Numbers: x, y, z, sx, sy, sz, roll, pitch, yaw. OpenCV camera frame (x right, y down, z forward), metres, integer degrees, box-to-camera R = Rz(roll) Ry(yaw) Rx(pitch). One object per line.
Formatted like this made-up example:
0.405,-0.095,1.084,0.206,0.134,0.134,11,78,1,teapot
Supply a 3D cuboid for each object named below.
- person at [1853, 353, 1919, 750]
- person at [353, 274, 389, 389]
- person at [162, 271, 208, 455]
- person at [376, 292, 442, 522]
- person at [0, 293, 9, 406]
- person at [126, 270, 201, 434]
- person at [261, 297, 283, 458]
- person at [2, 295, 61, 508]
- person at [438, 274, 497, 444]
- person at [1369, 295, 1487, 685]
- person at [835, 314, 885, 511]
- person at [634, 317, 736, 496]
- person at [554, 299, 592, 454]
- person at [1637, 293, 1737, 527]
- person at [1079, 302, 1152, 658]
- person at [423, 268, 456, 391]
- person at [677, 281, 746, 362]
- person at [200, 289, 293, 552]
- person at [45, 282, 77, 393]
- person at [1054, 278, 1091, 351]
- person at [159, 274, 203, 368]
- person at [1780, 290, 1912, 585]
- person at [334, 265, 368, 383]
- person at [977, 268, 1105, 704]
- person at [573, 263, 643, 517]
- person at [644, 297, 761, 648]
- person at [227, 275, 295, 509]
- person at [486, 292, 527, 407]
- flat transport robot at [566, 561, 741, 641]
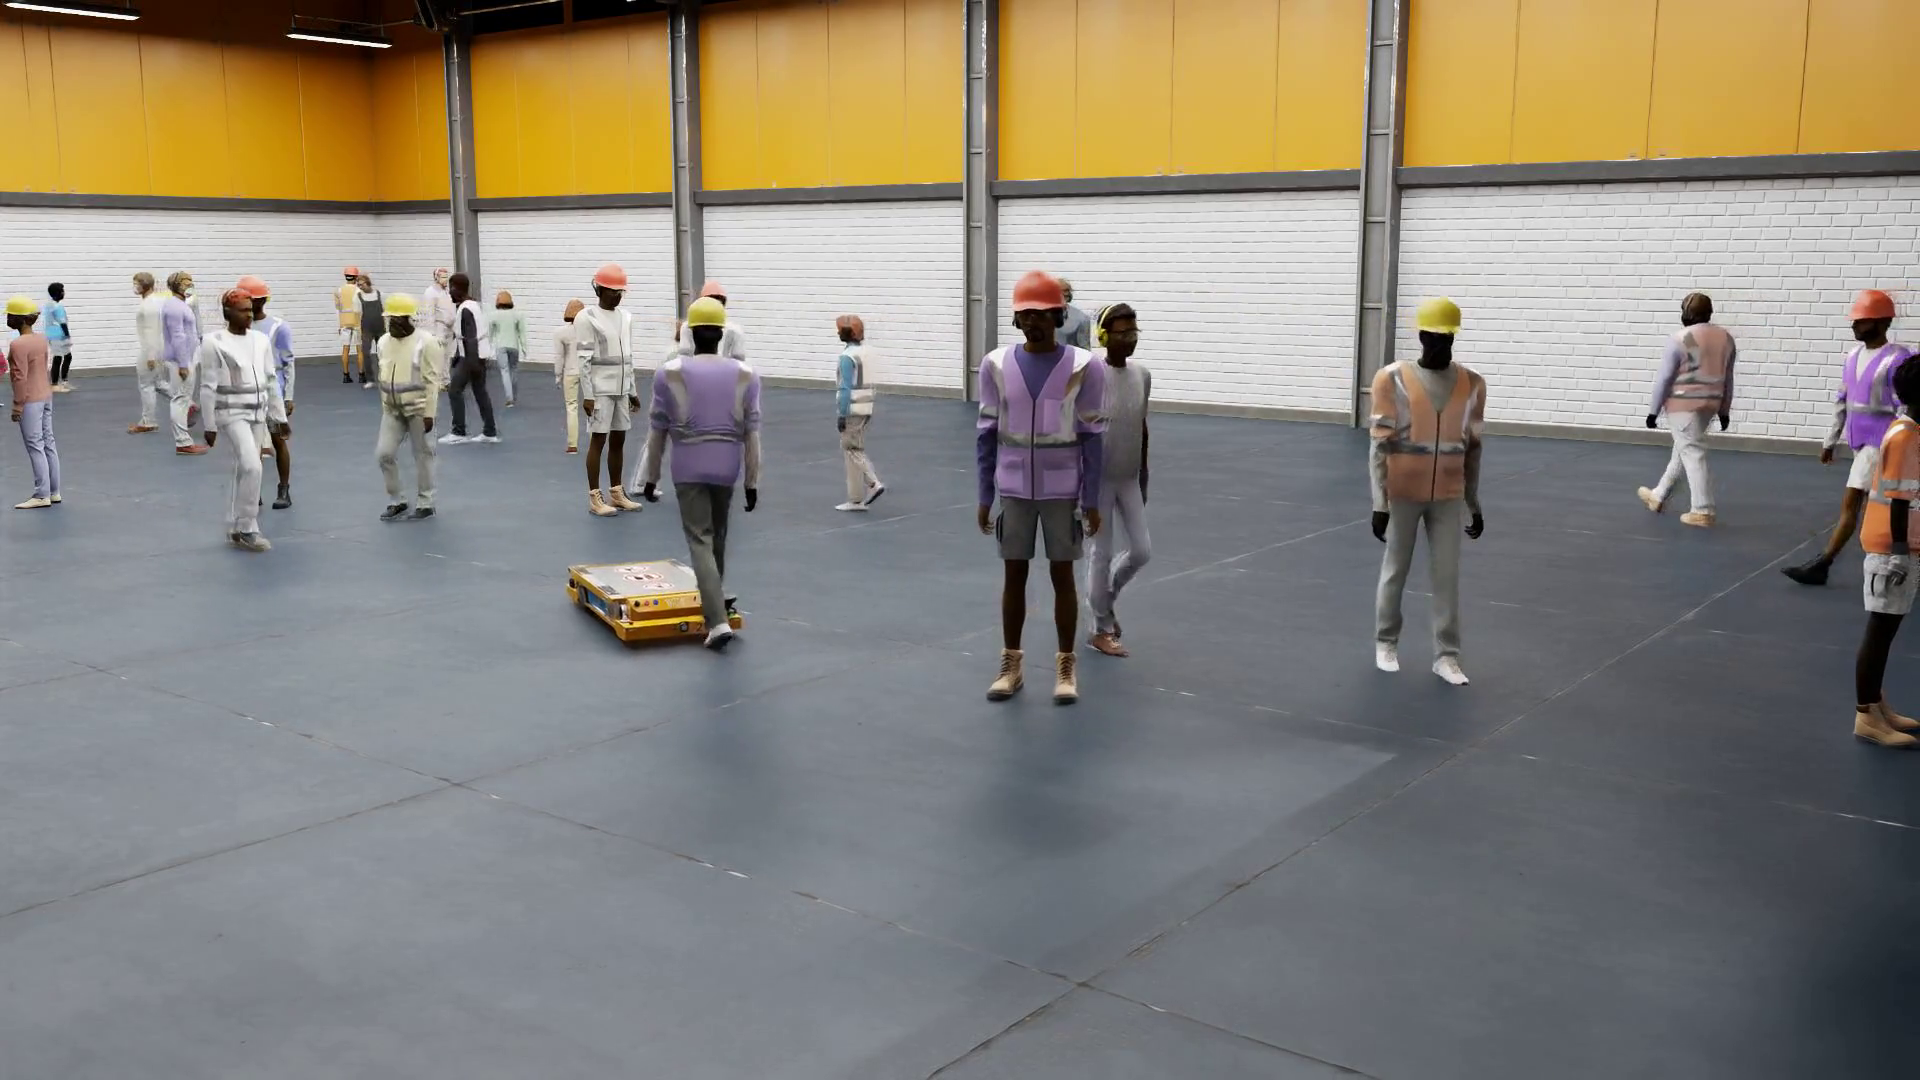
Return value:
4.073,0.037,7.190,0.321,1.696,0.537,7,12,34,person
-9.211,-3.273,26.149,0.592,1.807,0.401,-5,11,-28,person
-8.206,-1.865,17.570,0.379,1.937,0.629,-3,10,-19,person
-4.351,-1.019,13.019,0.596,1.814,0.546,3,10,17,person
-13.449,-2.720,23.069,0.384,1.743,0.547,-3,10,-18,person
-9.435,-2.200,19.555,0.736,1.924,0.636,-3,10,-16,person
-7.337,-1.795,17.510,0.525,1.811,1.002,-3,10,-18,person
-7.758,-1.148,13.881,0.301,1.772,0.525,-1,10,-7,person
-5.575,-2.018,18.595,0.771,1.886,0.585,-1,10,-6,person
2.332,-0.256,8.298,0.608,1.931,0.486,-1,10,-3,person
-0.883,-1.035,13.615,0.360,1.623,0.547,3,10,15,person
-2.399,-1.128,14.346,0.965,1.554,0.527,0,10,-1,person
-4.038,-1.723,17.616,0.498,1.634,0.281,-4,10,-20,person
5.706,-1.043,13.175,0.654,1.794,0.927,-4,10,-21,person
0.789,-0.314,8.753,0.501,1.862,0.438,-5,11,-27,person
-8.029,-3.261,25.812,0.404,1.900,0.639,2,10,11,person
-2.081,-1.216,13.955,0.587,1.879,0.851,0,10,0,person
-5.050,-0.850,11.880,0.669,1.862,0.580,3,10,19,person
-13.657,-3.075,25.332,0.535,1.677,0.558,-9,13,-43,person
0.985,-1.625,16.361,0.636,1.888,0.979,2,10,11,person
-11.612,-3.044,24.733,0.645,1.826,0.628,-2,10,-11,person
5.790,-0.641,10.619,1.008,1.883,0.571,-1,10,-5,person
-9.970,-3.537,27.329,0.541,1.929,0.380,-1,10,-4,person
0.368,-0.243,7.810,0.609,2.042,0.382,2,10,14,person
-2.824,-1.212,13.483,0.384,2.035,0.605,6,11,30,person
-1.378,-0.379,9.077,0.604,1.886,0.966,-5,11,-25,person
-5.789,-1.213,13.774,0.547,1.934,0.376,0,10,2,person
-6.358,-2.668,23.256,0.516,1.576,0.860,-5,11,-28,person
-1.810,0.322,9.673,0.652,0.197,1.431,-5,11,-25,flat transport robot
